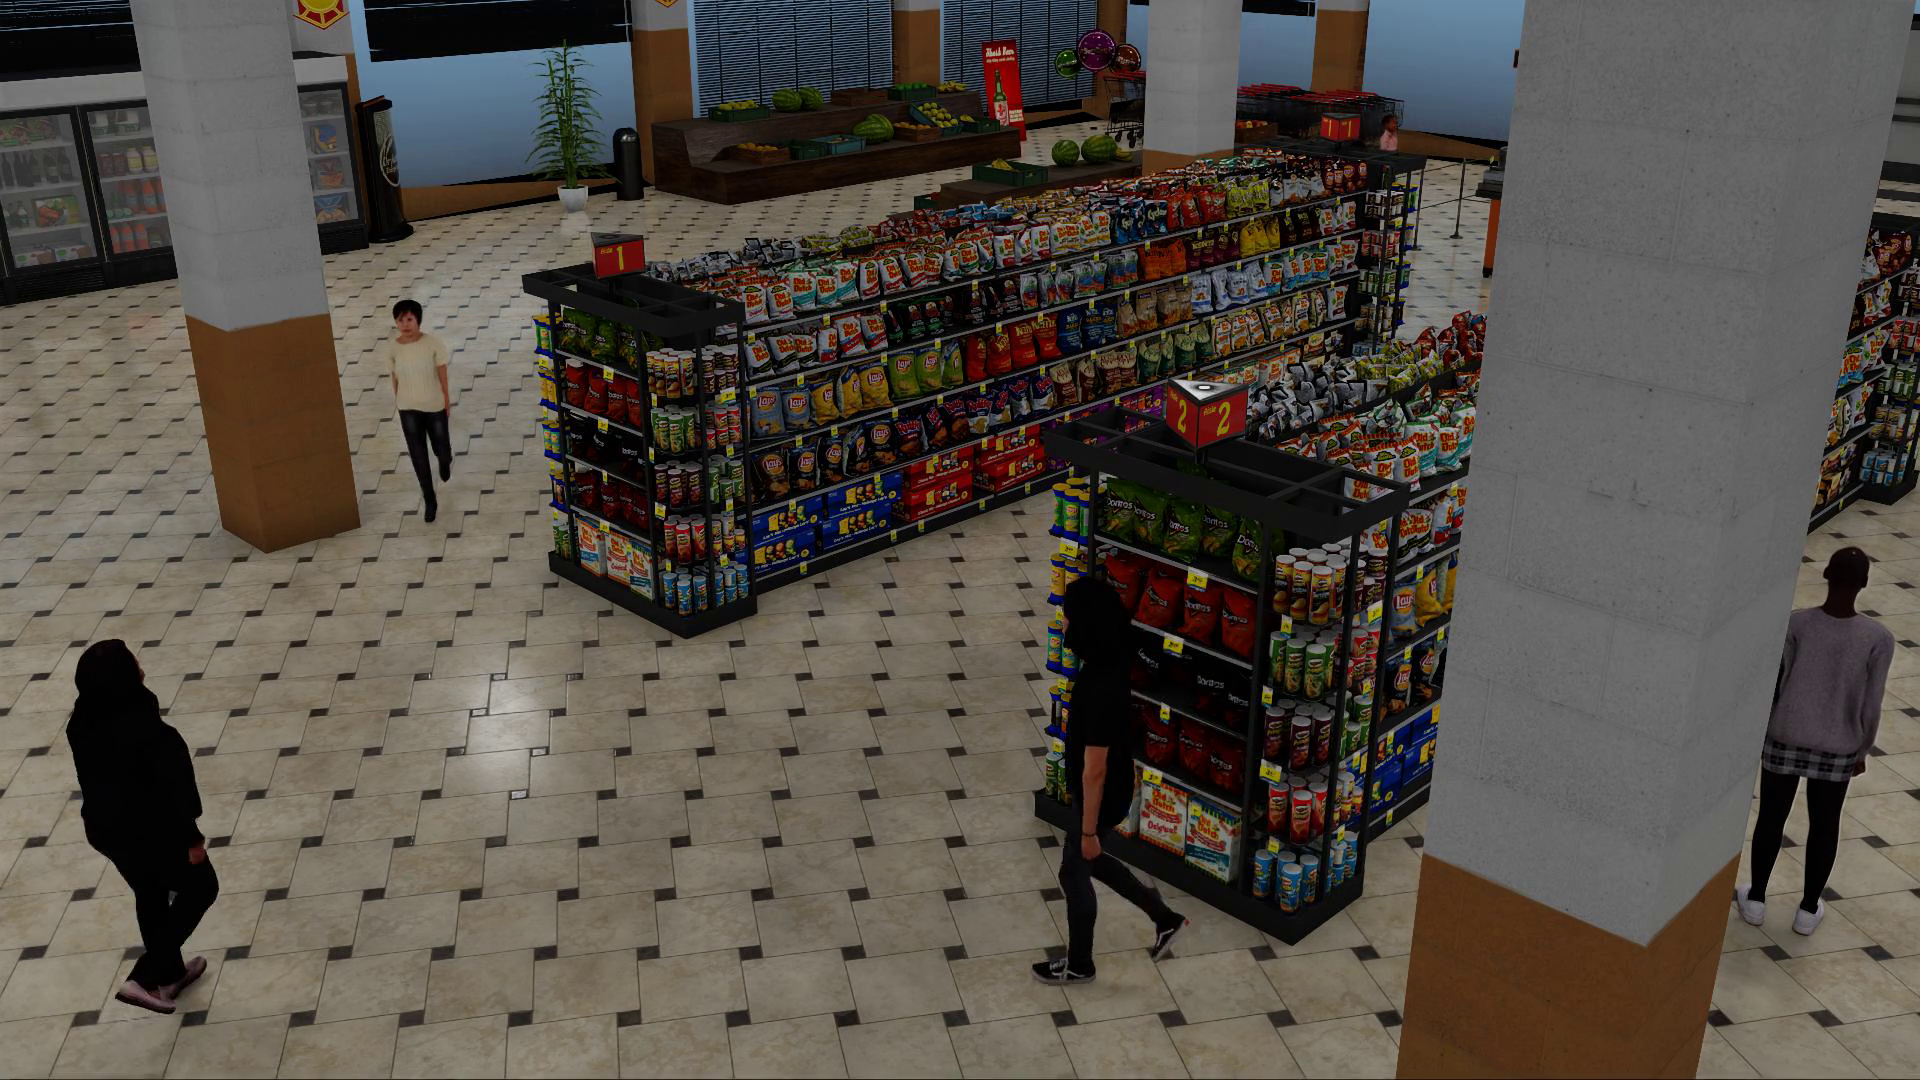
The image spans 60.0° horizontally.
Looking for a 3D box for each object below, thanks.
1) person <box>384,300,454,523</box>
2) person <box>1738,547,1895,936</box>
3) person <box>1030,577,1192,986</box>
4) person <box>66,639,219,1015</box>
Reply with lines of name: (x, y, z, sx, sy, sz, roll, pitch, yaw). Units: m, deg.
person: (-3.815, -0.943, 11.839, 0.925, 1.571, 0.938, -4, 22, -9)
person: (3.632, 0.855, 7.098, 0.681, 1.771, 0.638, 10, 24, 23)
person: (0.638, 1.011, 6.652, 0.966, 1.813, 0.955, 4, 22, 10)
person: (-3.243, 1.188, 6.498, 0.826, 1.600, 0.907, 7, 23, 18)
